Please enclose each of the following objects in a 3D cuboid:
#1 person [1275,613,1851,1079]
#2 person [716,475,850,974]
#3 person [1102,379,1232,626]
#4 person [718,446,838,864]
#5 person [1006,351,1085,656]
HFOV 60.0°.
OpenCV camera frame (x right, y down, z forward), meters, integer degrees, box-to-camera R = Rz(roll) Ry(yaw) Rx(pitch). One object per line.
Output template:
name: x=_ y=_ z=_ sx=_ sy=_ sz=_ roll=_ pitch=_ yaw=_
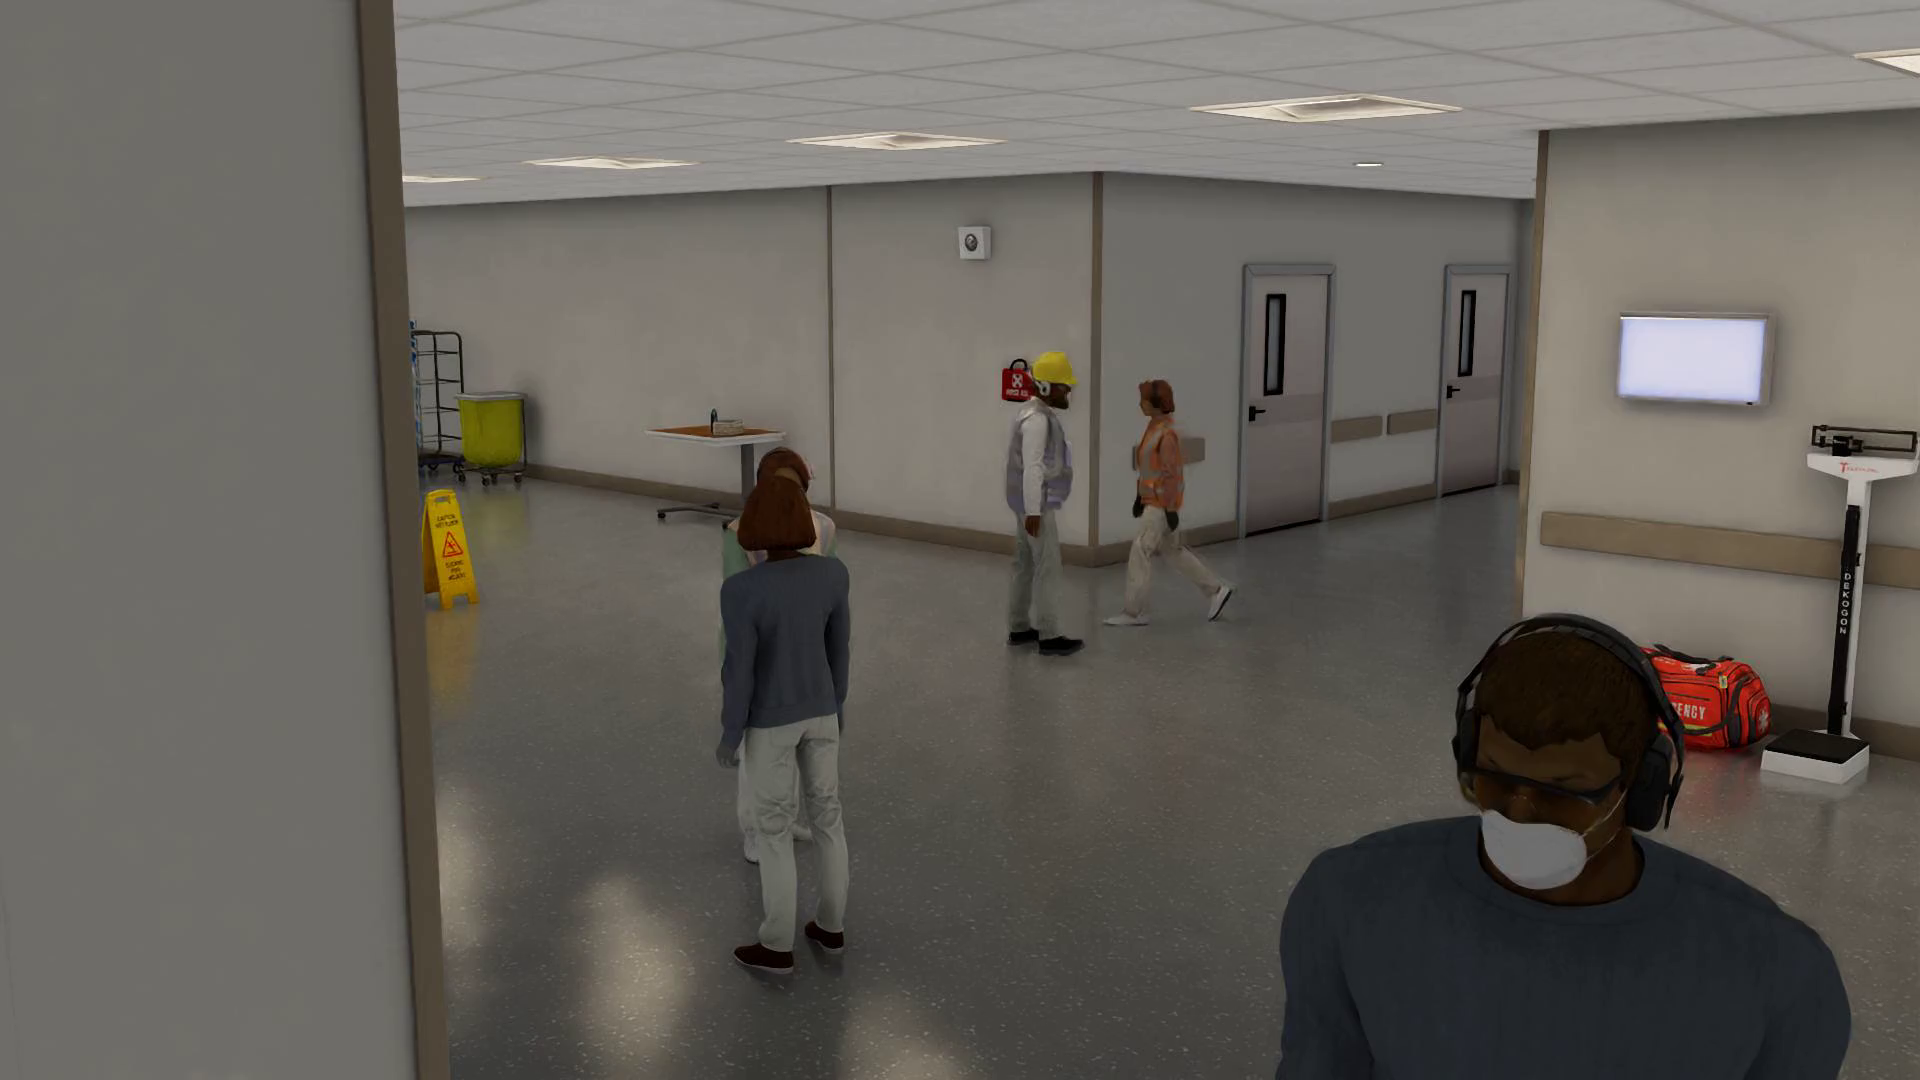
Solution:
person: x=0.655 y=1.025 z=1.956 sx=0.627 sy=1.934 sz=0.370 roll=3 pitch=10 yaw=20
person: x=-0.572 y=0.602 z=5.461 sx=0.498 sy=1.634 sz=0.281 roll=-8 pitch=12 yaw=-40
person: x=1.354 y=-0.239 z=10.706 sx=0.791 sy=1.603 sz=0.507 roll=0 pitch=9 yaw=0
person: x=-0.695 y=0.442 z=6.471 sx=0.559 sy=1.626 sz=0.347 roll=-7 pitch=11 yaw=-36
person: x=0.527 y=-0.220 z=9.986 sx=0.508 sy=1.813 sz=0.644 roll=1 pitch=9 yaw=3
